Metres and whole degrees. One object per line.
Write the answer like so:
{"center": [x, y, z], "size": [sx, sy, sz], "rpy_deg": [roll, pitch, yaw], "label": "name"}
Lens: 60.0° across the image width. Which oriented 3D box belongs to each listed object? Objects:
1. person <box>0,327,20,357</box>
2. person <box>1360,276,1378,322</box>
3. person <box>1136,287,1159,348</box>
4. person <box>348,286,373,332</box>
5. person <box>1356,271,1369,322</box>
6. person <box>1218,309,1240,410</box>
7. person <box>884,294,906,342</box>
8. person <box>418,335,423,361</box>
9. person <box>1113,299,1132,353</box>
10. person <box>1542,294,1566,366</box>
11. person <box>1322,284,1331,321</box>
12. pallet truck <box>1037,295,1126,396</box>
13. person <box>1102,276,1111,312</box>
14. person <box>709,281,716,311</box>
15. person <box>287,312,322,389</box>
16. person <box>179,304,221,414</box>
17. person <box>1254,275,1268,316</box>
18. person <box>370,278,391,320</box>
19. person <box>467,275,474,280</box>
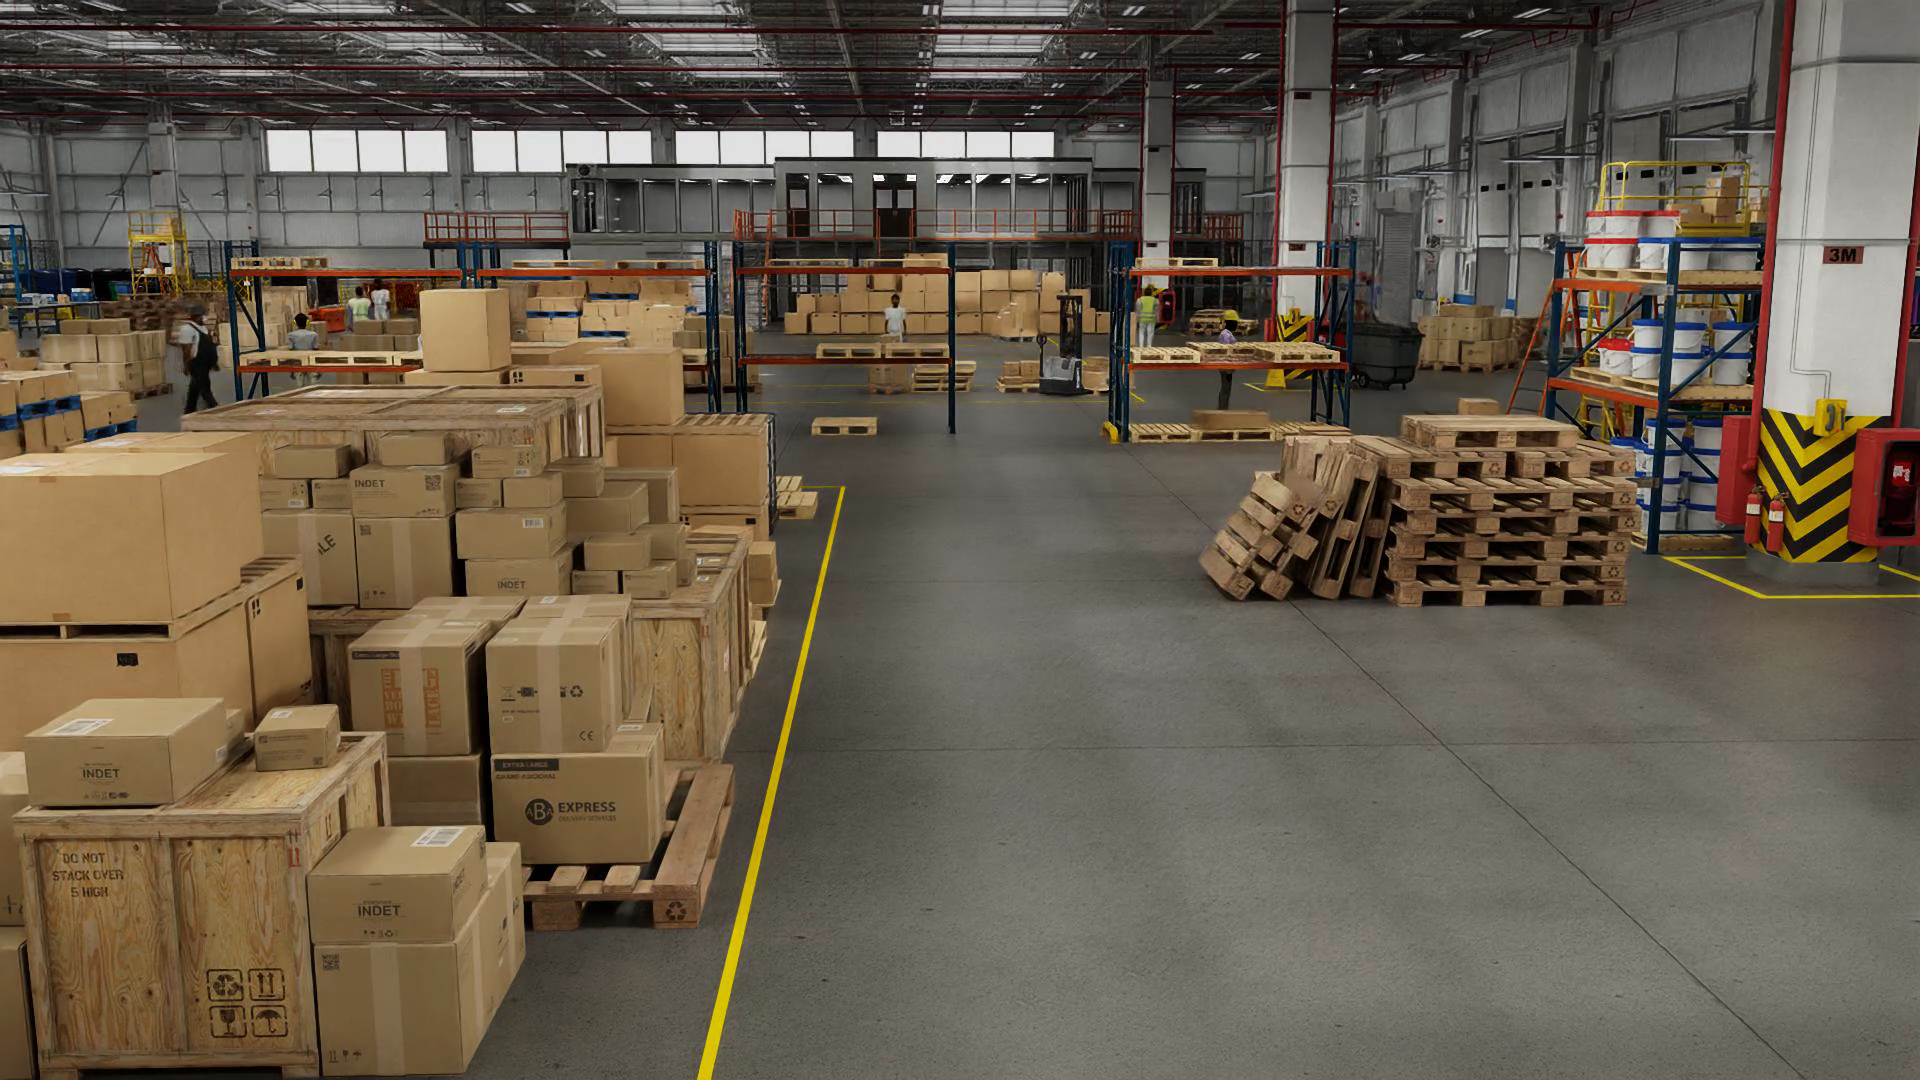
{"center": [-12.464, -1.824, 21.794], "size": [0.373, 1.933, 0.672], "rpy_deg": [-2, 10, -13], "label": "person"}
{"center": [13.859, -8.004, 56.352], "size": [1.014, 1.884, 0.557], "rpy_deg": [8, 13, 37], "label": "person"}
{"center": [5.027, -5.880, 44.711], "size": [0.623, 1.809, 0.833], "rpy_deg": [0, 10, 3], "label": "person"}
{"center": [-15.399, -5.574, 42.767], "size": [0.598, 1.901, 0.650], "rpy_deg": [-4, 11, -21], "label": "person"}
{"center": [14.442, -8.597, 59.411], "size": [0.651, 1.964, 0.776], "rpy_deg": [-4, 11, -21], "label": "person"}
{"center": [4.399, -2.809, 27.280], "size": [0.361, 1.930, 0.587], "rpy_deg": [1, 10, 6], "label": "person"}
{"center": [-1.499, -4.696, 38.057], "size": [0.534, 1.833, 0.881], "rpy_deg": [0, 10, -1], "label": "person"}
{"center": [-8.331, -2.650, 26.514], "size": [0.574, 1.887, 0.355], "rpy_deg": [2, 10, 11], "label": "person"}
{"center": [3.384, -4.144, 34.690], "size": [0.373, 1.940, 0.628], "rpy_deg": [8, 13, 38], "label": "person"}
{"center": [14.639, -5.233, 40.926], "size": [0.607, 1.873, 1.015], "rpy_deg": [-2, 10, -10], "label": "person"}
{"center": [10.474, -6.574, 48.599], "size": [0.632, 1.807, 0.880], "rpy_deg": [6, 12, 30], "label": "person"}
{"center": [2.483, -3.881, 33.060], "size": [1.885, 1.965, 0.823], "rpy_deg": [-7, 13, -36], "label": "pallet truck"}
{"center": [6.267, -10.588, 70.747], "size": [0.361, 1.882, 0.575], "rpy_deg": [-2, 10, -13], "label": "person"}
{"center": [-8.390, -7.870, 56.011], "size": [0.433, 1.726, 0.516], "rpy_deg": [-4, 11, -23], "label": "person"}
{"center": [-10.886, -2.850, 27.661], "size": [0.511, 1.877, 0.328], "rpy_deg": [-4, 11, -19], "label": "person"}
{"center": [-12.768, -3.020, 28.141], "size": [1.002, 2.000, 0.697], "rpy_deg": [0, 10, 1], "label": "person"}
{"center": [12.252, -10.104, 67.946], "size": [0.801, 1.923, 0.615], "rpy_deg": [-9, 14, -42], "label": "person"}
{"center": [-17.502, -6.942, 50.248], "size": [0.629, 1.948, 0.460], "rpy_deg": [1, 10, 7], "label": "person"}
{"center": [-20.313, -10.217, 68.782], "size": [0.514, 1.844, 0.333], "rpy_deg": [-2, 10, -11], "label": "person"}
